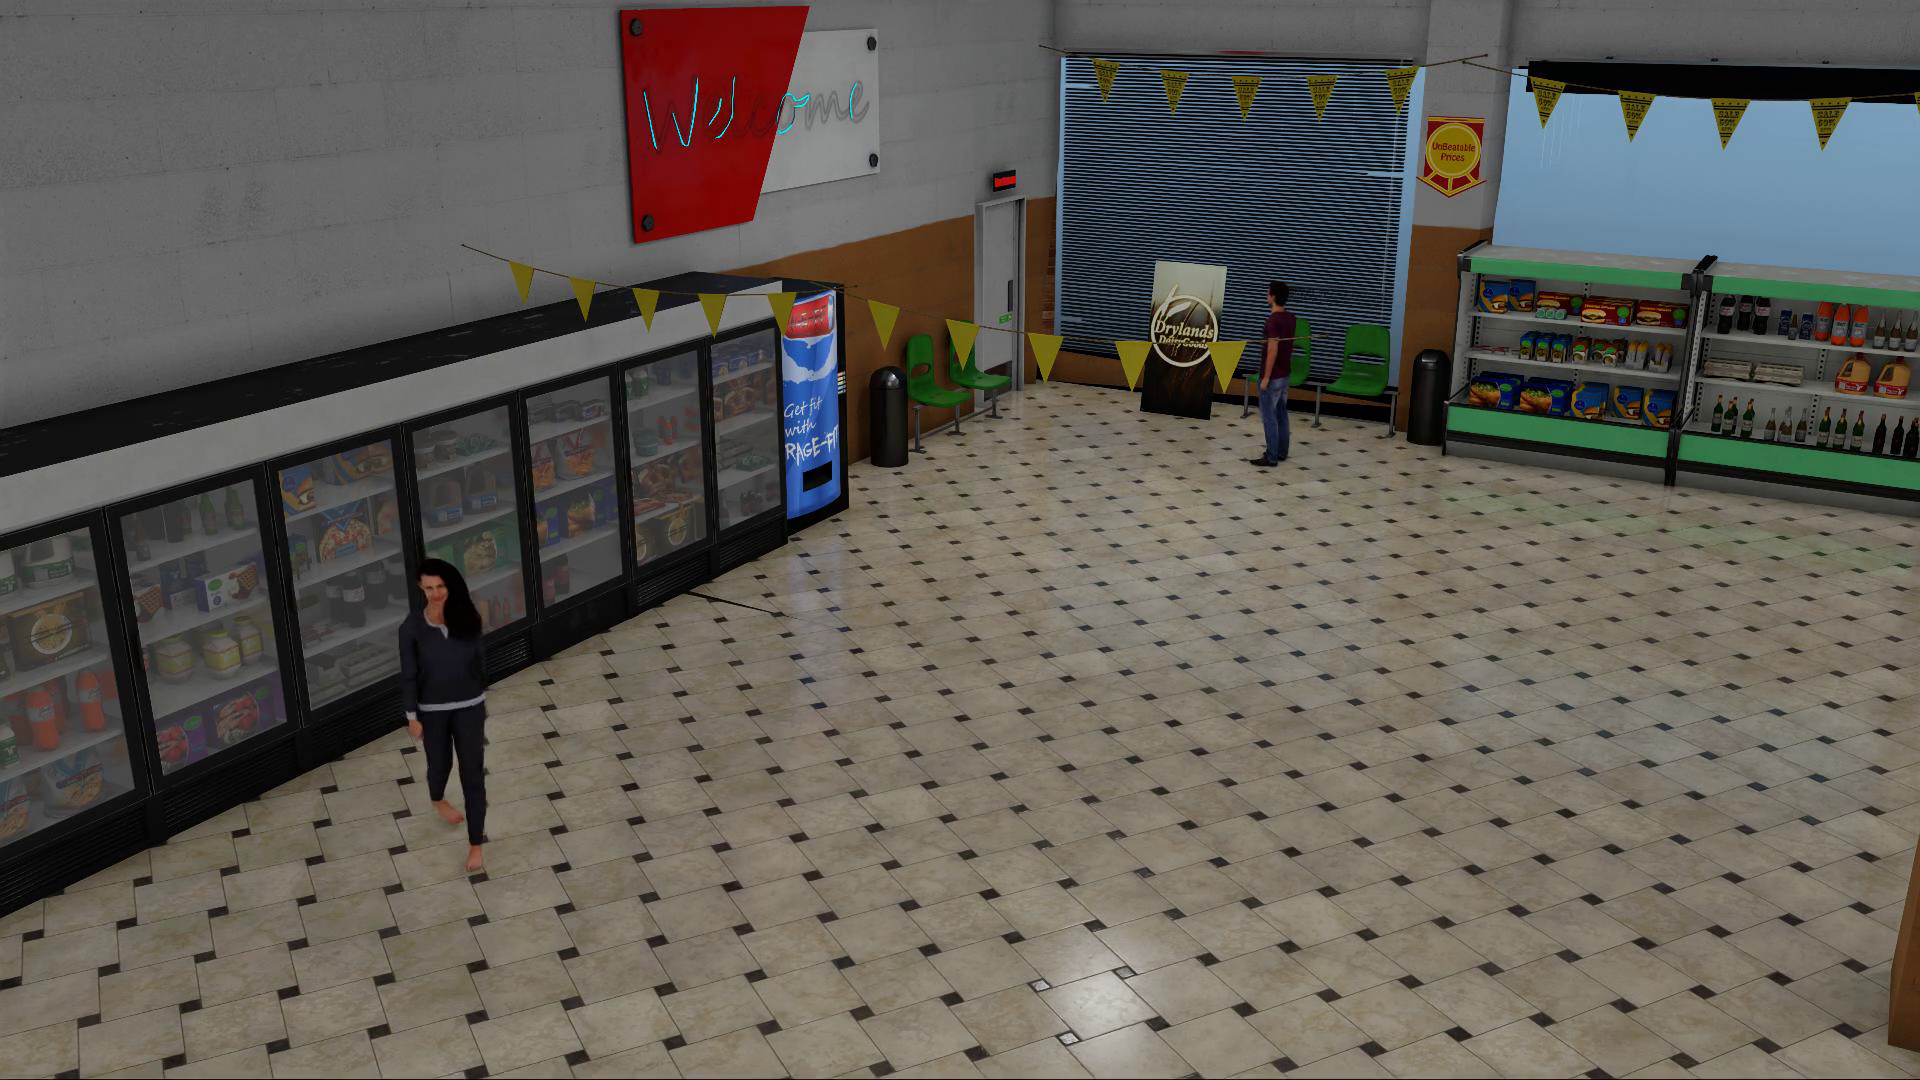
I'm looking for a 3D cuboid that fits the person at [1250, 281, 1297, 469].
[{"bbox_3d":[3.149,-1.658,16.596,0.573,1.852,0.674,13,23,34],"label":"person"}]

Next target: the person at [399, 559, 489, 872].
[{"bbox_3d":[-2.834,0.903,9.185,0.985,1.734,1.139,-11,22,-30],"label":"person"}]
